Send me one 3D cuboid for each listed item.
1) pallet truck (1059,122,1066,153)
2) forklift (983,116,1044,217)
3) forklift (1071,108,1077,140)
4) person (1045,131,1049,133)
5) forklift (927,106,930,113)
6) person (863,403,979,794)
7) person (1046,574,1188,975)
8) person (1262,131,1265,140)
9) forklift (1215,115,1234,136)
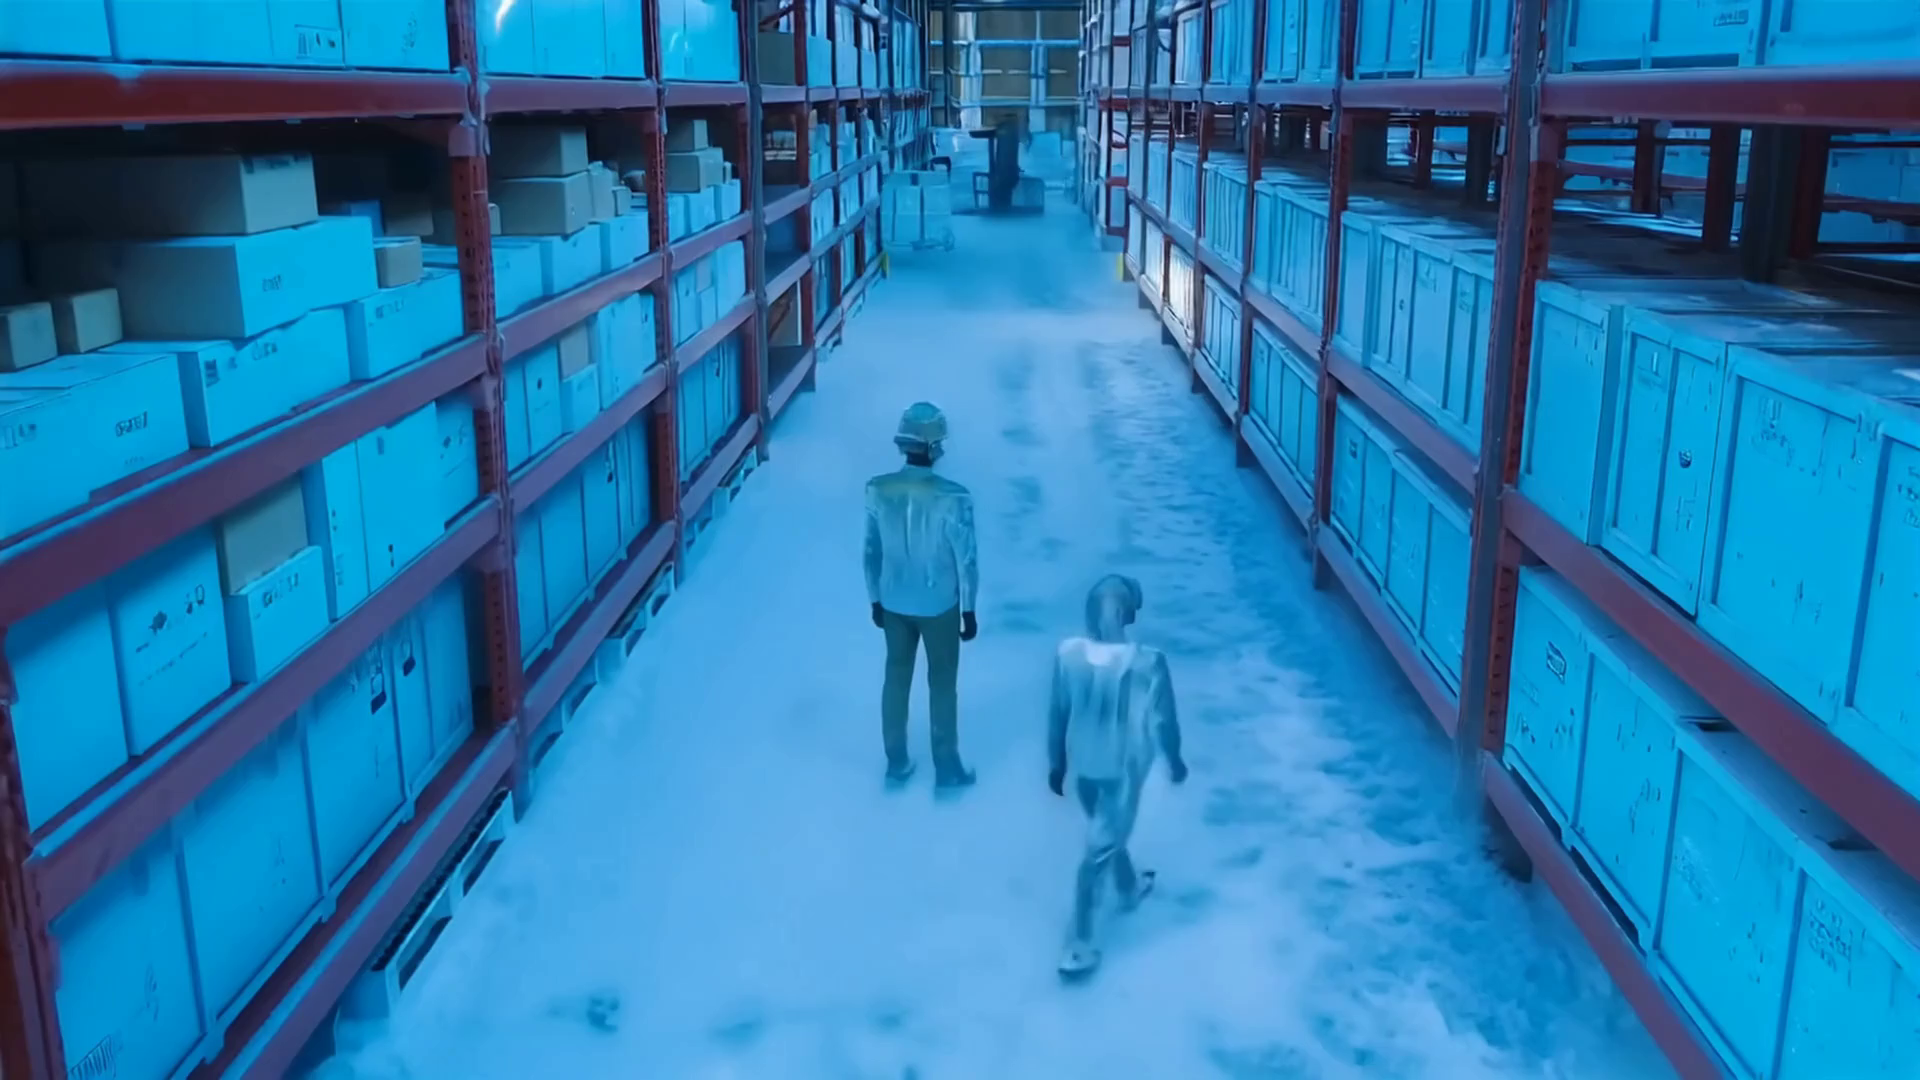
[{"bbox_3d":[5.788,-21.111,88.014,1.885,1.965,0.823,5,16,18],"label":"pallet truck"},{"bbox_3d":[1.387,-10.700,47.604,1.873,2.768,1.129,-5,16,-19],"label":"forklift"},{"bbox_3d":[5.626,-18.513,76.673,1.129,2.768,1.873,-5,16,-17],"label":"forklift"},{"bbox_3d":[3.729,-16.594,71.413,0.639,1.882,1.026,13,20,41],"label":"person"},{"bbox_3d":[-2.001,-20.667,84.687,1.129,2.768,1.873,0,15,2],"label":"forklift"},{"bbox_3d":[-0.187,0.300,8.355,0.612,1.995,0.382,6,16,22],"label":"person"},{"bbox_3d":[0.631,0.922,6.808,0.508,1.591,0.878,11,19,36],"label":"person"},{"bbox_3d":[15.023,-19.485,82.145,0.688,1.907,0.647,6,16,21],"label":"person"},{"bbox_3d":[7.838,-11.433,50.328,1.129,2.768,1.873,0,15,1],"label":"forklift"}]
